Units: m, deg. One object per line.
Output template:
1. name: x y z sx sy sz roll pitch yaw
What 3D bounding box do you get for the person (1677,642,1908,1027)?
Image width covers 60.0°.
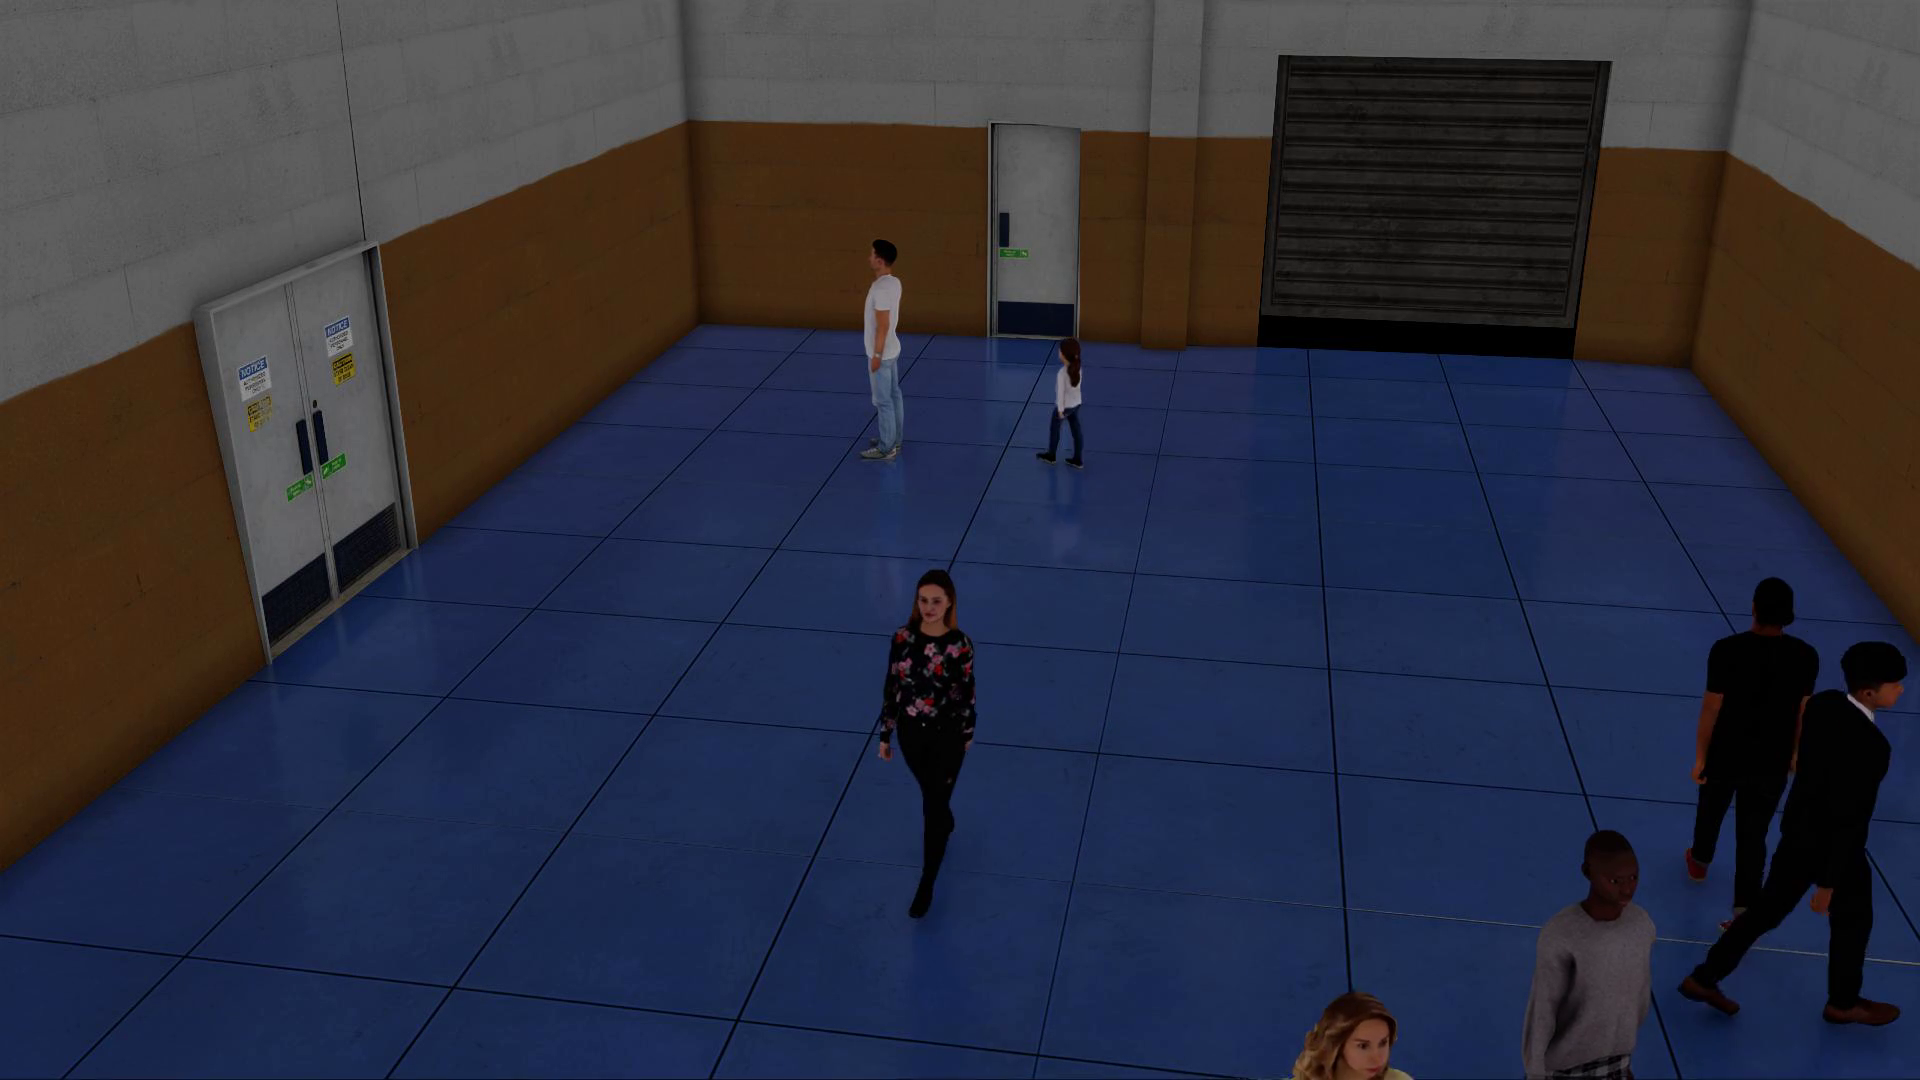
1. person: 3.510 1.257 6.951 1.207 1.844 0.841 -1 22 -1

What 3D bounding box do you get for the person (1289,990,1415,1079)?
1. person: 1.106 2.063 5.094 0.705 1.718 0.806 -6 23 -14

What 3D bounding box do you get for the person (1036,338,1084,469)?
1. person: 0.950 -1.135 13.905 0.628 1.098 0.719 -20 29 -40

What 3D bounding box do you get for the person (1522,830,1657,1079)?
1. person: 2.123 1.779 5.750 0.634 1.771 0.753 -7 23 -17

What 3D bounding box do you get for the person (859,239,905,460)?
1. person: -0.643 -1.617 14.073 0.567 1.866 0.678 5 22 12

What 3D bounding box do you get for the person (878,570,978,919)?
1. person: -0.125 0.908 8.094 1.062 1.640 0.772 8 23 18

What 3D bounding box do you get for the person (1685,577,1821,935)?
1. person: 3.639 1.044 7.651 1.130 1.717 0.780 6 23 14
